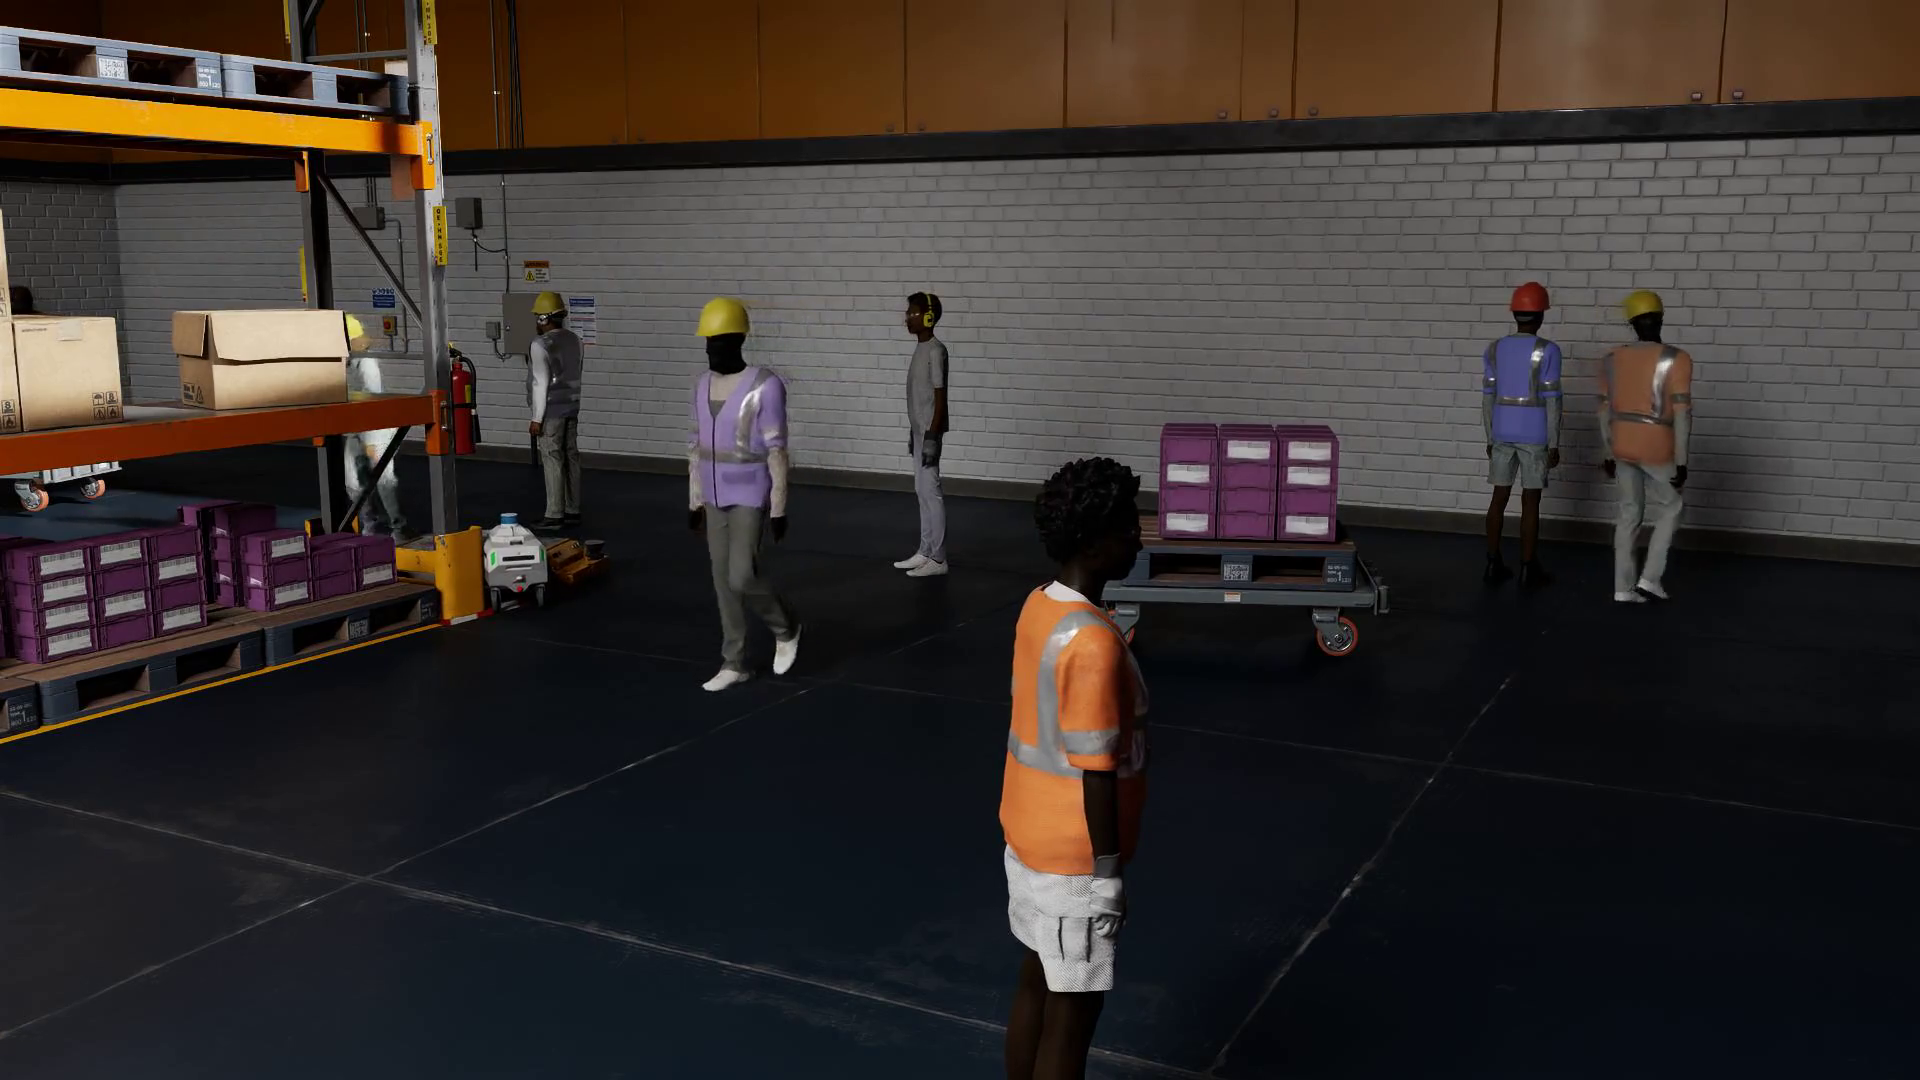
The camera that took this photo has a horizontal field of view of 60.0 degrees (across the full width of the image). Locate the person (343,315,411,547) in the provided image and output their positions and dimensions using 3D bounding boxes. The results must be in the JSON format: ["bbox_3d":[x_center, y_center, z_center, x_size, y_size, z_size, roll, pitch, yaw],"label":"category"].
[{"bbox_3d":[-4.206,-0.753,11.827,0.580,1.687,0.513,-8,13,-40],"label":"person"}]

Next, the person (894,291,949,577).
[{"bbox_3d":[-0.244,-0.697,10.992,0.328,1.876,0.513,-3,10,-16],"label":"person"}]

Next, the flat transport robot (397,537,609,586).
[{"bbox_3d":[-3.095,0.124,10.873,1.431,0.197,0.652,1,10,8],"label":"flat transport robot"}]

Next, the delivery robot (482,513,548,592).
[{"bbox_3d":[-2.708,0.081,10.032,0.477,0.478,0.707,-4,10,-22],"label":"delivery robot"}]

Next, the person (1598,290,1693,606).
[{"bbox_3d":[4.134,-0.538,9.970,0.504,1.898,0.615,-7,12,-35],"label":"person"}]

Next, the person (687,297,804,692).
[{"bbox_3d":[-1.068,-0.216,8.084,0.587,1.916,0.494,8,12,38],"label":"person"}]

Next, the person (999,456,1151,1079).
[{"bbox_3d":[0.255,0.662,3.636,0.317,1.695,0.540,-2,10,-11],"label":"person"}]

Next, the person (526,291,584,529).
[{"bbox_3d":[-3.139,-0.998,12.852,0.403,1.833,0.590,3,10,19],"label":"person"}]

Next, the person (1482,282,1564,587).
[{"bbox_3d":[3.612,-0.671,10.657,0.367,1.938,0.551,-8,13,-39],"label":"person"}]

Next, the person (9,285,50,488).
[{"bbox_3d":[-8.463,-1.383,15.072,0.511,1.836,0.651,3,10,19],"label":"person"}]
